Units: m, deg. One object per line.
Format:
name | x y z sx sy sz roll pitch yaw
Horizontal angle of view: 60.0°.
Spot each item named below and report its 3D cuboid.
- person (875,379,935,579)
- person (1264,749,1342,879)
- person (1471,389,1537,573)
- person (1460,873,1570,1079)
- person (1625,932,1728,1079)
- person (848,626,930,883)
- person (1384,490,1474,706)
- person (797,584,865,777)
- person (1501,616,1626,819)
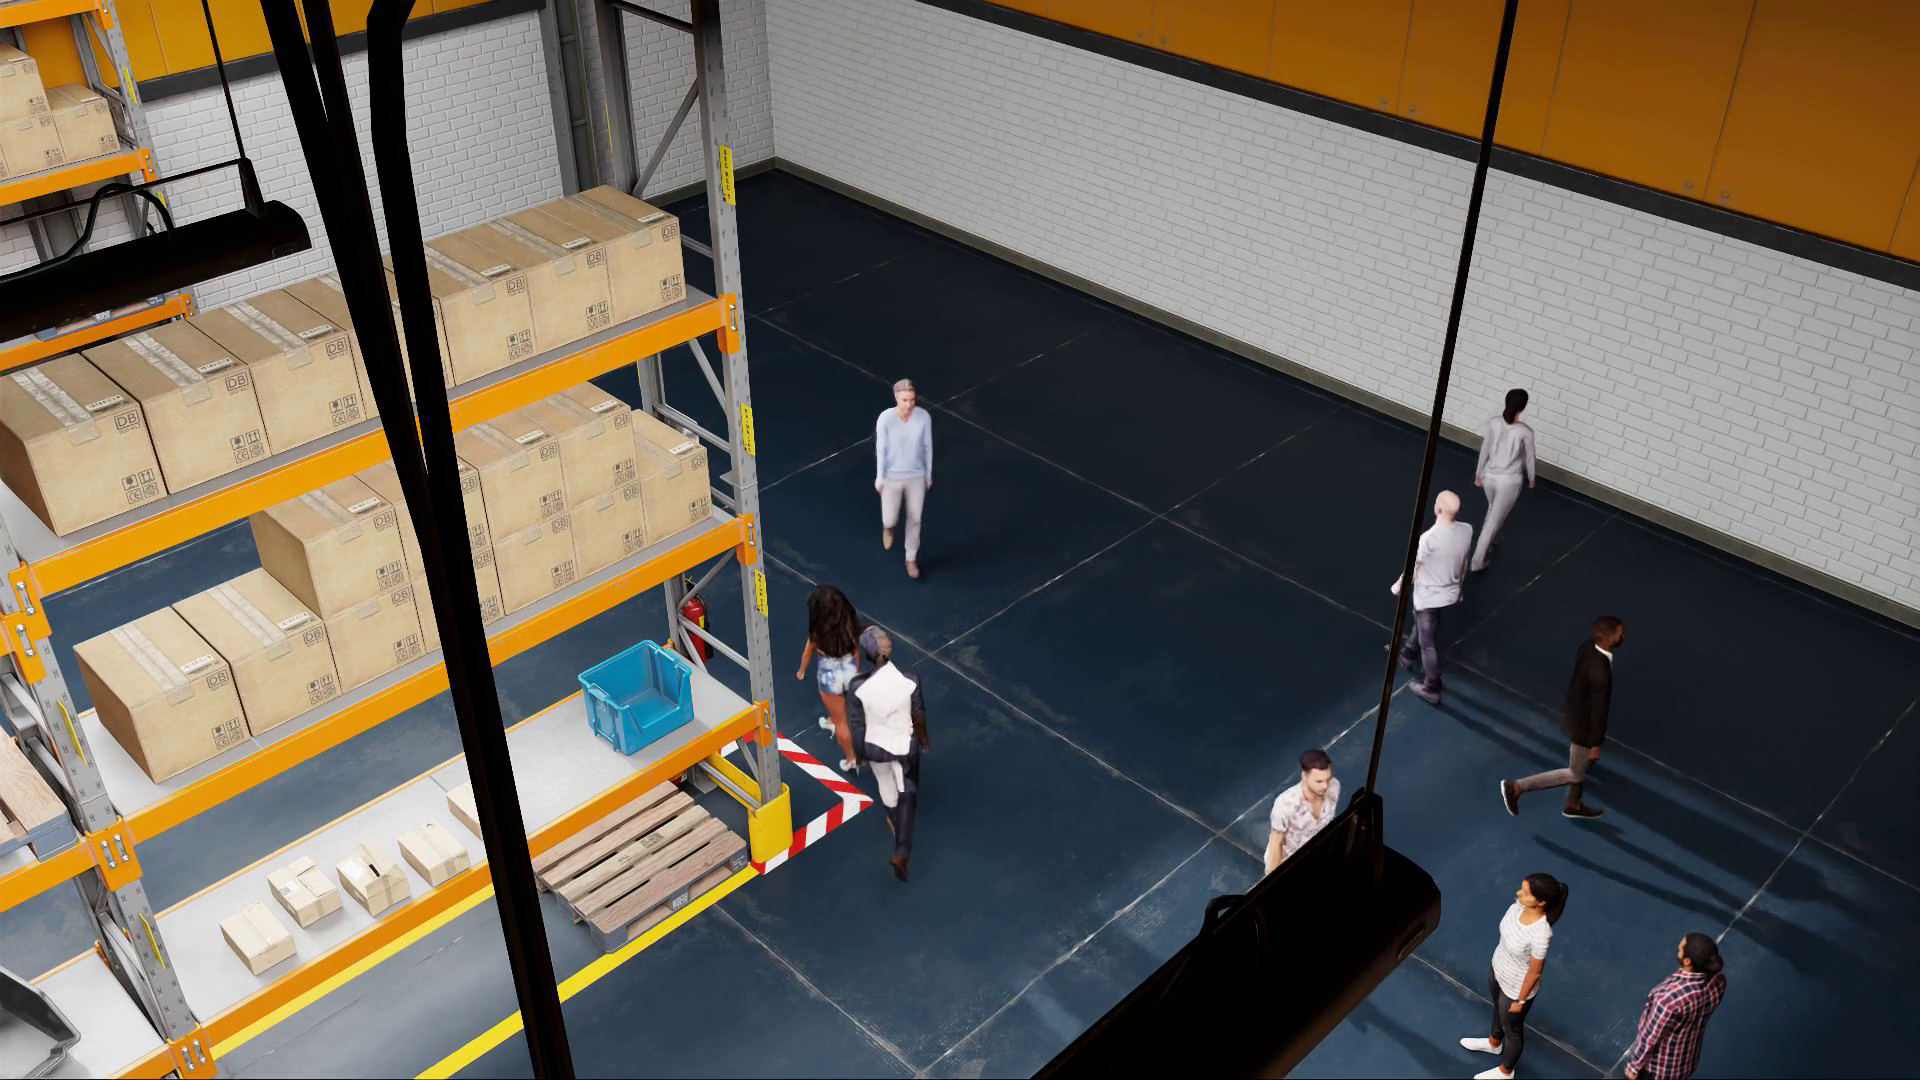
person | -0.507 -0.585 14.388 0.967 1.881 0.990 -7 34 -10
person | 2.109 1.984 10.627 1.177 1.766 1.030 -14 36 -20
person | 4.618 -0.472 14.333 0.793 1.754 0.624 -25 41 -32
person | 3.295 2.576 9.844 0.712 1.647 0.654 0 34 -1
person | 3.954 2.864 9.311 0.593 1.756 0.792 -20 38 -27
person | -0.474 1.467 11.317 1.141 1.862 1.186 1 34 1
person | 3.721 0.487 12.846 0.955 1.802 0.829 -21 39 -28
person | -0.862 1.068 12.170 0.821 1.583 0.642 -26 42 -33
person | 4.289 1.297 11.648 1.066 1.780 1.074 5 34 8
